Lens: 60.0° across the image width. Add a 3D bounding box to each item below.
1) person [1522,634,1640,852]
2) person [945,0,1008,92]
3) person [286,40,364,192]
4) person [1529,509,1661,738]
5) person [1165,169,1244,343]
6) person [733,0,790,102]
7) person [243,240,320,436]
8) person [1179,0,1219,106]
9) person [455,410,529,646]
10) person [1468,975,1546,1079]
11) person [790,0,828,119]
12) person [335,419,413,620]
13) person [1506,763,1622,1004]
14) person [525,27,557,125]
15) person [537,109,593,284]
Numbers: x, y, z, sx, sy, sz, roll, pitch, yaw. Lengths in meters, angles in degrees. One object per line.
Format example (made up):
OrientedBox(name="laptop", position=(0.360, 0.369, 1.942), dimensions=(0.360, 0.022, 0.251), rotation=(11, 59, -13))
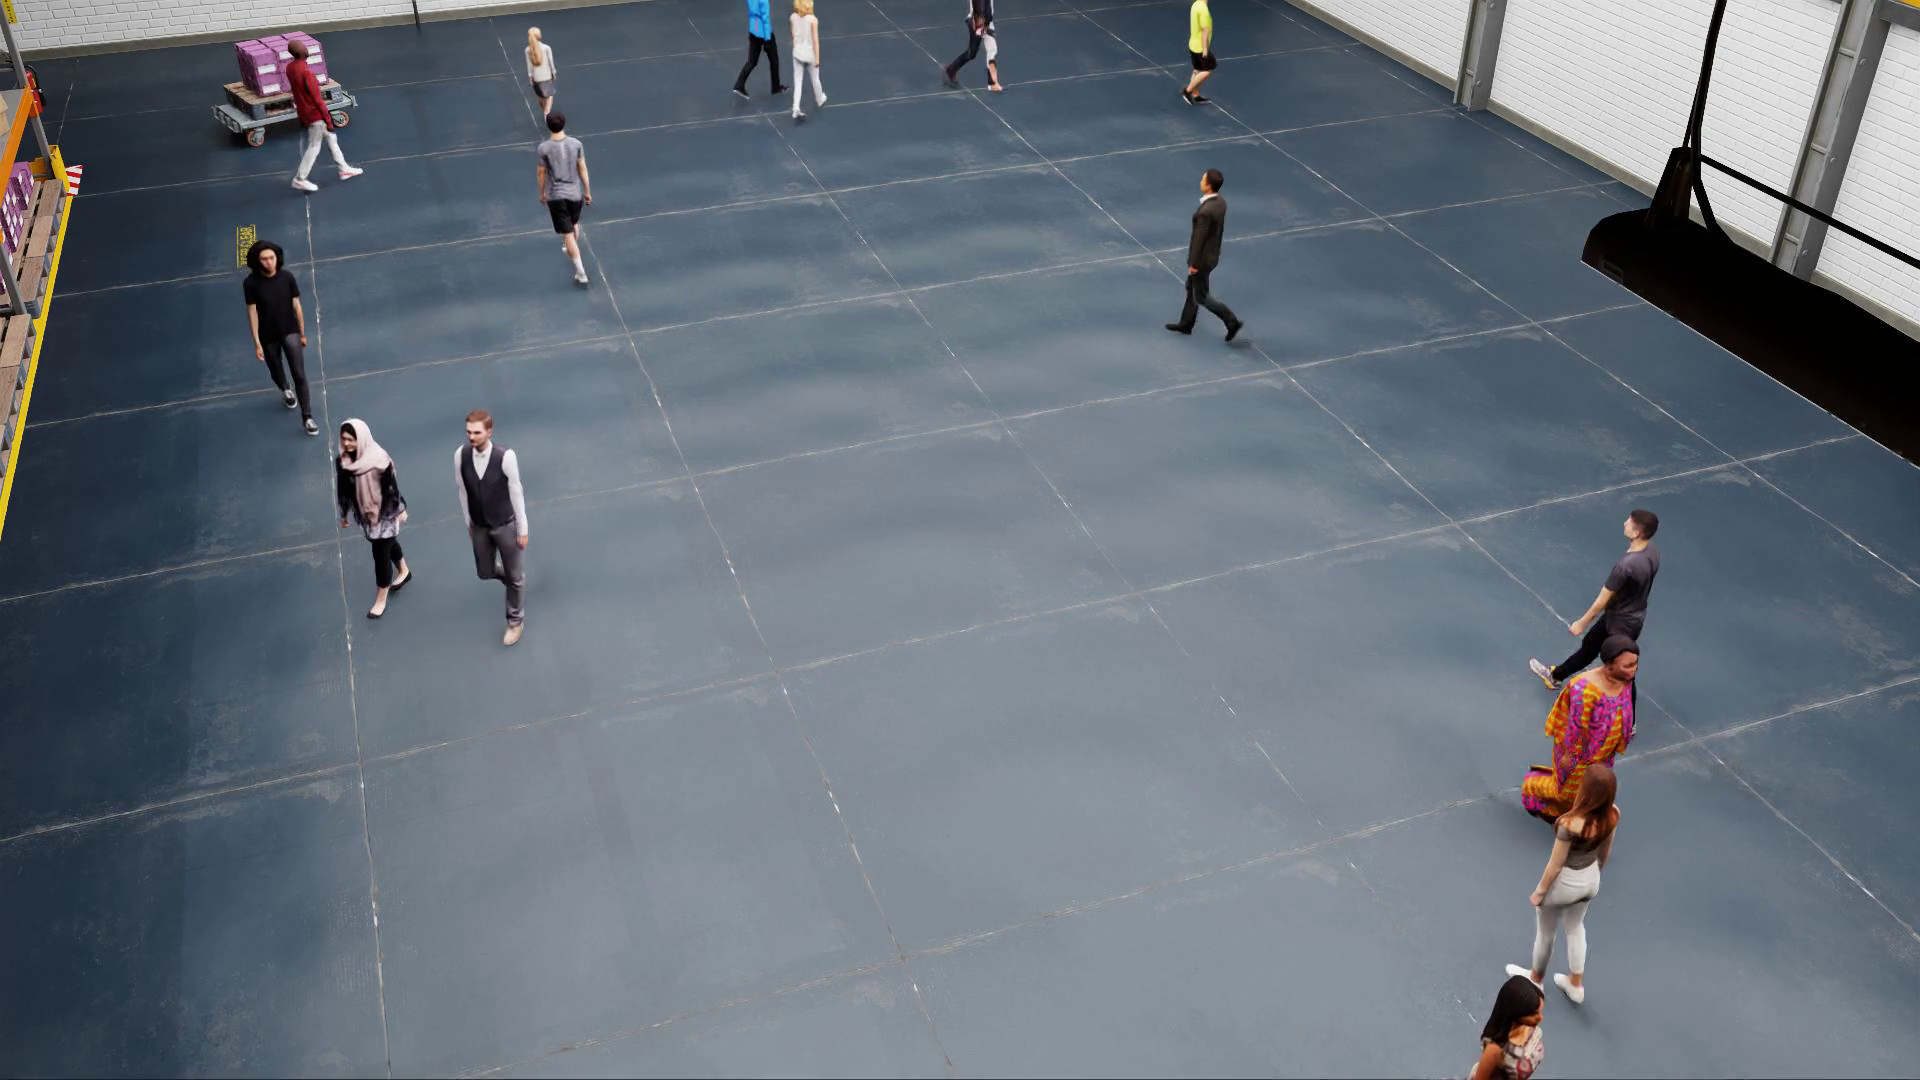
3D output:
OrientedBox(name="person", position=(3.954, 1.252, 10.588), dimensions=(0.719, 1.655, 0.914), rotation=(-18, 37, -24))
OrientedBox(name="person", position=(0.204, -7.155, 23.046), dimensions=(1.246, 1.863, 1.130), rotation=(18, 38, 25))
OrientedBox(name="person", position=(-7.846, -5.073, 19.980), dimensions=(1.043, 1.791, 1.208), rotation=(-28, 42, -35))
OrientedBox(name="person", position=(4.636, 0.616, 11.482), dimensions=(1.189, 1.723, 1.014), rotation=(23, 40, 30))
OrientedBox(name="person", position=(2.509, -2.800, 16.567), dimensions=(1.152, 1.783, 1.107), rotation=(13, 36, 19))
OrientedBox(name="person", position=(-2.803, -6.865, 22.701), dimensions=(1.156, 1.763, 1.003), rotation=(29, 43, 36))
OrientedBox(name="person", position=(-6.249, -1.907, 15.207), dimensions=(0.739, 1.802, 1.132), rotation=(-15, 37, -22))
OrientedBox(name="person", position=(3.196, -6.710, 22.522), dimensions=(0.764, 1.702, 0.700), rotation=(-6, 34, -9))
OrientedBox(name="person", position=(-3.445, -0.164, 12.473), dimensions=(0.883, 1.926, 0.983), rotation=(5, 34, 7))
OrientedBox(name="person", position=(2.622, 2.749, 8.366), dimensions=(1.152, 1.619, 0.945), rotation=(26, 42, 34))
OrientedBox(name="person", position=(-2.122, -6.429, 22.170), dimensions=(1.057, 1.625, 1.155), rotation=(13, 36, 18))
OrientedBox(name="person", position=(-4.491, -0.265, 12.912), dimensions=(0.960, 1.608, 1.072), rotation=(9, 35, 13))
OrientedBox(name="person", position=(3.487, 1.963, 9.445), dimensions=(0.616, 1.735, 0.653), rotation=(-13, 36, -19))
OrientedBox(name="person", position=(-5.551, -6.150, 22.079), dimensions=(0.647, 1.261, 0.859), rotation=(-3, 34, -4))
OrientedBox(name="person", position=(-4.201, -3.630, 17.774), dimensions=(0.774, 1.829, 1.192), rotation=(-16, 37, -22))
